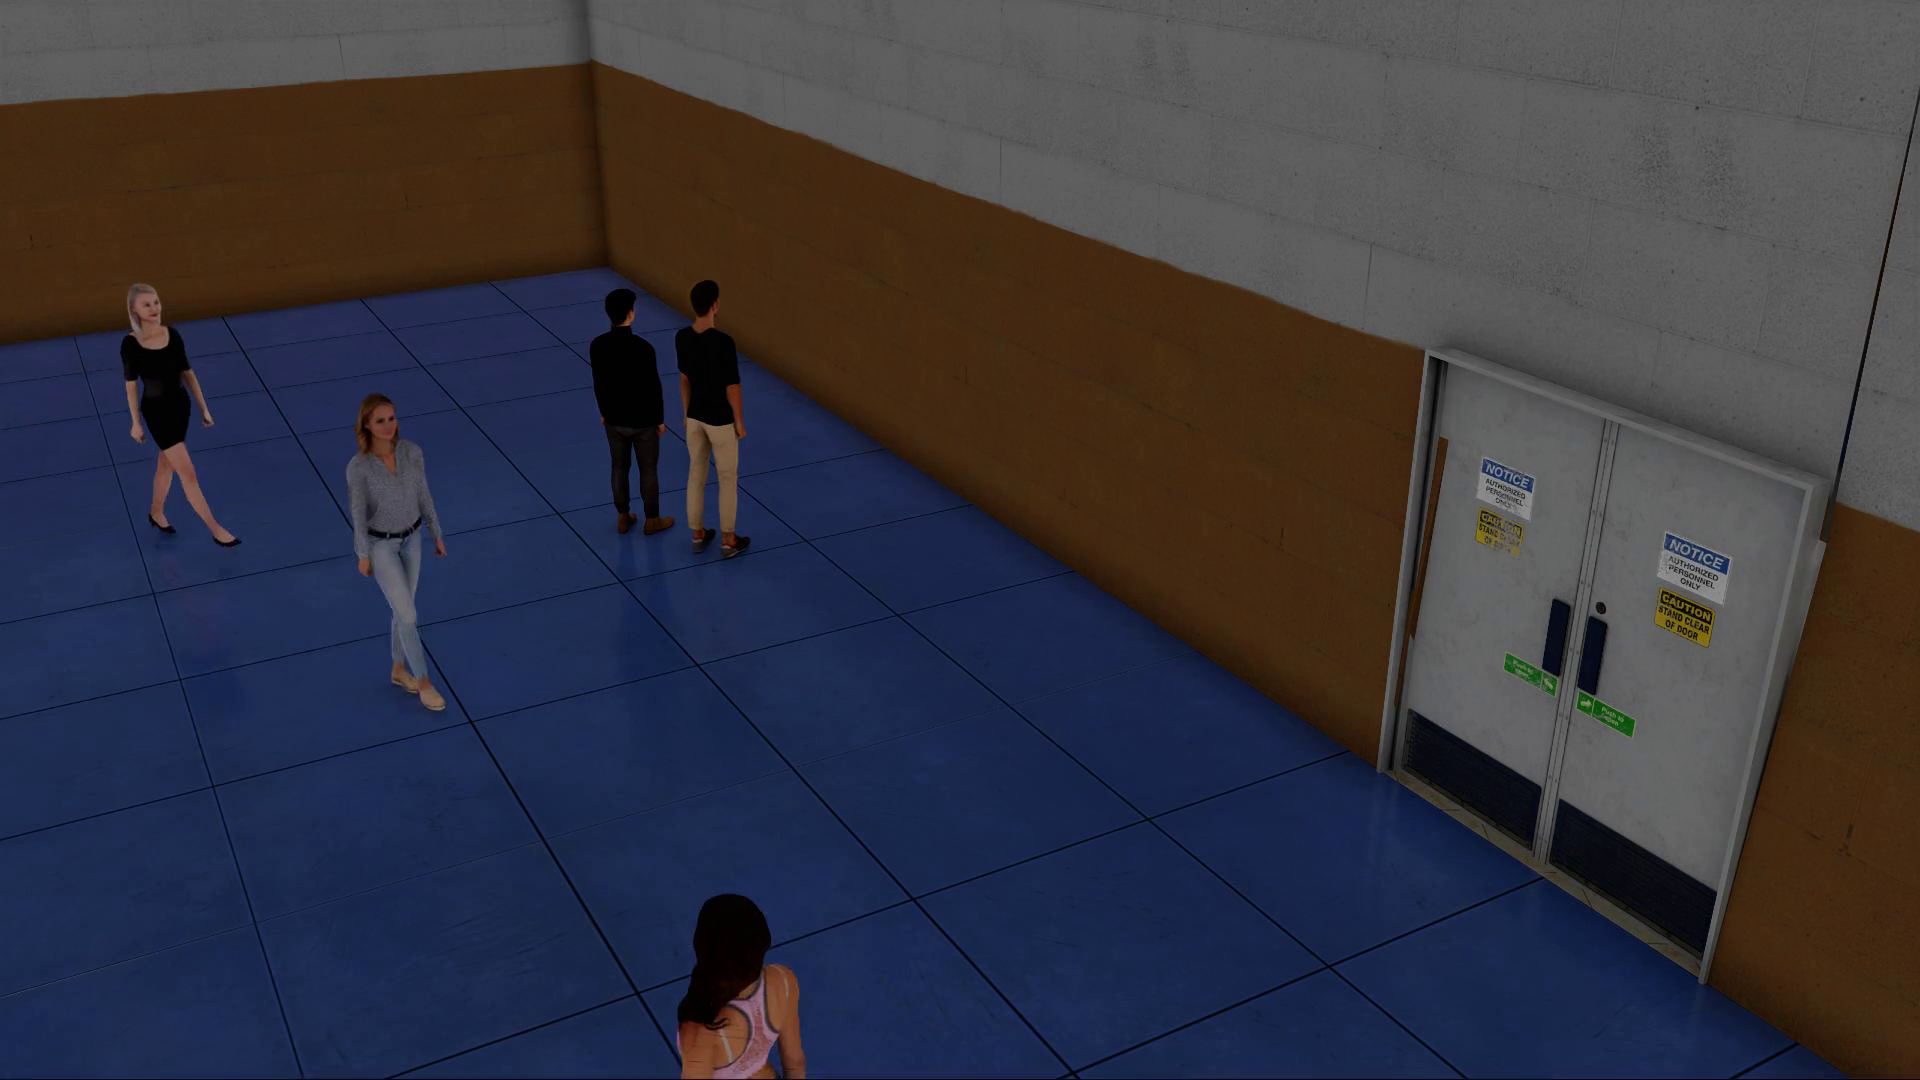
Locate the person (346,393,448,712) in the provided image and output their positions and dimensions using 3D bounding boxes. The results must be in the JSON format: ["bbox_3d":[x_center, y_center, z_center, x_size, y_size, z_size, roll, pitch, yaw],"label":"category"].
[{"bbox_3d":[-3.165,0.031,9.190,0.832,1.778,0.862,19,30,37],"label":"person"}]

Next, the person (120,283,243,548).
[{"bbox_3d":[-5.343,-0.802,11.099,1.094,1.774,1.170,11,26,24],"label":"person"}]

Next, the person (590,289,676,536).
[{"bbox_3d":[-2.242,-0.867,11.311,0.712,1.723,0.768,7,24,15],"label":"person"}]

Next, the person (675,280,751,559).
[{"bbox_3d":[-1.636,-0.789,10.937,0.697,1.856,0.705,12,27,26],"label":"person"}]

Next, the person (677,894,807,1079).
[{"bbox_3d":[-0.601,1.857,5.043,0.737,1.758,0.650,16,28,32],"label":"person"}]
